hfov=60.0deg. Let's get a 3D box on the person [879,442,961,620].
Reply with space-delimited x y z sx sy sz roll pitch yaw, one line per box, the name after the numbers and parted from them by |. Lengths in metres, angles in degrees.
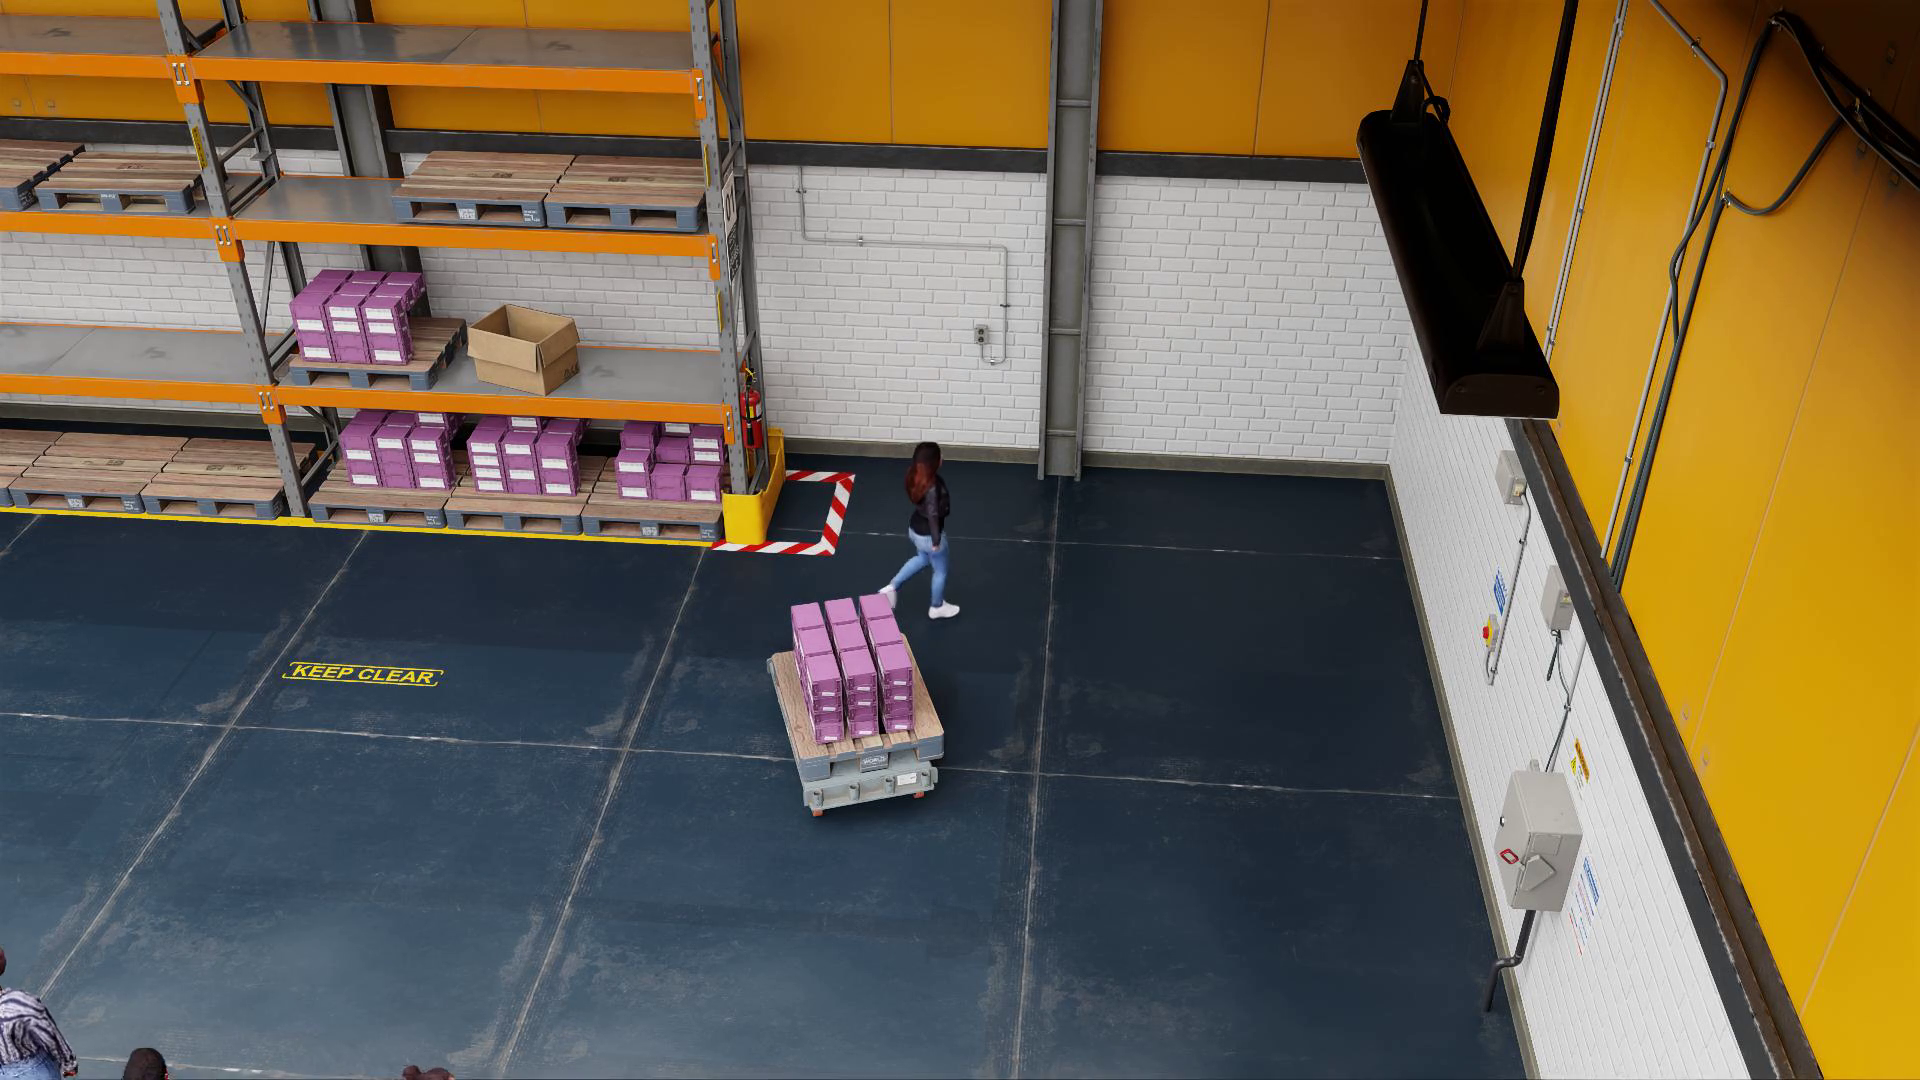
-0.318 -0.048 13.040 0.998 1.616 0.877 -13 36 -19 | person
